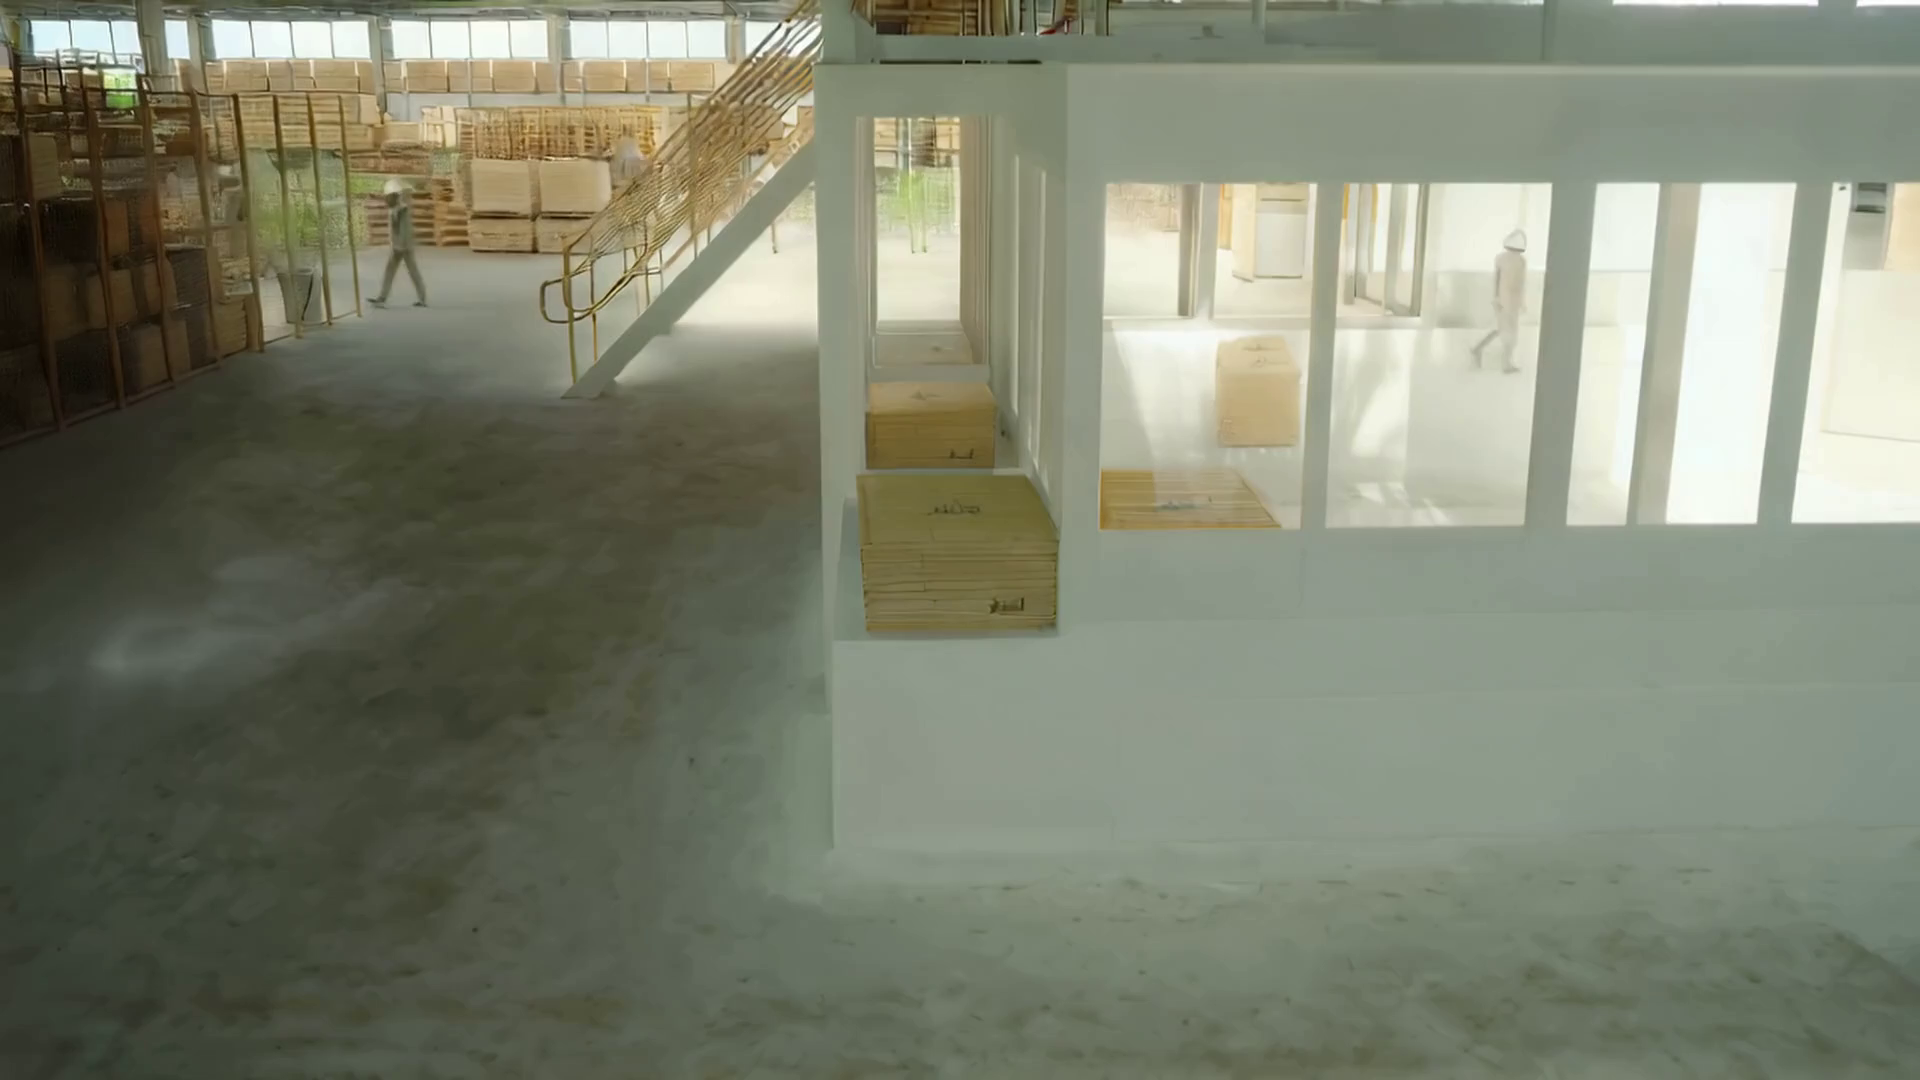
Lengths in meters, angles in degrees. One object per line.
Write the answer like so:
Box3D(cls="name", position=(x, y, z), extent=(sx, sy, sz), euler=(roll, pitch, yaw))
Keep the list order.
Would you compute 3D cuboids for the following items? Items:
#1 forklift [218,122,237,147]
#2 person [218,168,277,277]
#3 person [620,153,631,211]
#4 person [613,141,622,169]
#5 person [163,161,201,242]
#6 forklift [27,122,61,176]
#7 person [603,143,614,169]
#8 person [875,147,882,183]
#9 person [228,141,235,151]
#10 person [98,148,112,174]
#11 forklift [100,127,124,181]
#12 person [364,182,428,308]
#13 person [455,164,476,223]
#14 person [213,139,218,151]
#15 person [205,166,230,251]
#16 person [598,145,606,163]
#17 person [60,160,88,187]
Box3D(cls="forklift", position=(-39.456, -21.110, 89.706), extent=(1.129, 2.768, 1.873), euler=(-5, 15, -21))
Box3D(cls="person", position=(-12.939, -5.715, 30.011), extent=(1.040, 1.989, 0.619), euler=(1, 14, 4))
Box3D(cls="person", position=(-10.415, -11.004, 51.418), extent=(0.724, 1.847, 0.530), euler=(-4, 15, -17))
Box3D(cls="person", position=(-15.890, -17.395, 76.705), extent=(0.842, 1.957, 0.636), euler=(-1, 14, -4))
Box3D(cls="person", position=(-18.442, -7.942, 39.106), extent=(1.013, 1.881, 0.569), euler=(-10, 17, -35))
Box3D(cls="forklift", position=(-35.376, -14.773, 64.377), extent=(1.129, 2.768, 1.873), euler=(-1, 14, -2))
Box3D(cls="person", position=(-15.558, -16.648, 73.851), extent=(0.405, 1.905, 0.650), euler=(4, 15, 17))
Box3D(cls="person", position=(-3.906, -17.328, 76.766), extent=(0.821, 1.801, 0.621), euler=(0, 14, 1))
Box3D(cls="person", position=(-34.666, -18.032, 79.293), extent=(0.394, 1.946, 0.618), euler=(-5, 15, -20))
Box3D(cls="person", position=(-34.346, -14.831, 66.839), extent=(0.607, 1.788, 0.915), euler=(-2, 14, -6))
Box3D(cls="forklift", position=(-36.973, -16.934, 73.017), extent=(1.873, 2.768, 1.129), euler=(8, 16, 30))
Box3D(cls="person", position=(-8.498, -4.406, 24.974), extent=(0.958, 1.883, 0.592), euler=(-13, 19, -41))
Box3D(cls="person", position=(-13.002, -9.033, 43.802), extent=(0.542, 1.715, 0.860), euler=(-6, 15, -24))
Box3D(cls="person", position=(-40.575, -20.926, 90.934), extent=(0.655, 1.921, 0.547), euler=(-2, 14, -9))
Box3D(cls="person", position=(-16.232, -7.213, 36.270), extent=(0.583, 1.830, 0.989), euler=(1, 14, 3))
Box3D(cls="person", position=(-16.385, -17.352, 76.859), extent=(0.638, 1.805, 0.676), euler=(5, 15, 19))
Box3D(cls="person", position=(-17.647, -6.517, 33.082), extent=(0.683, 2.000, 0.536), euler=(-5, 15, -19))
